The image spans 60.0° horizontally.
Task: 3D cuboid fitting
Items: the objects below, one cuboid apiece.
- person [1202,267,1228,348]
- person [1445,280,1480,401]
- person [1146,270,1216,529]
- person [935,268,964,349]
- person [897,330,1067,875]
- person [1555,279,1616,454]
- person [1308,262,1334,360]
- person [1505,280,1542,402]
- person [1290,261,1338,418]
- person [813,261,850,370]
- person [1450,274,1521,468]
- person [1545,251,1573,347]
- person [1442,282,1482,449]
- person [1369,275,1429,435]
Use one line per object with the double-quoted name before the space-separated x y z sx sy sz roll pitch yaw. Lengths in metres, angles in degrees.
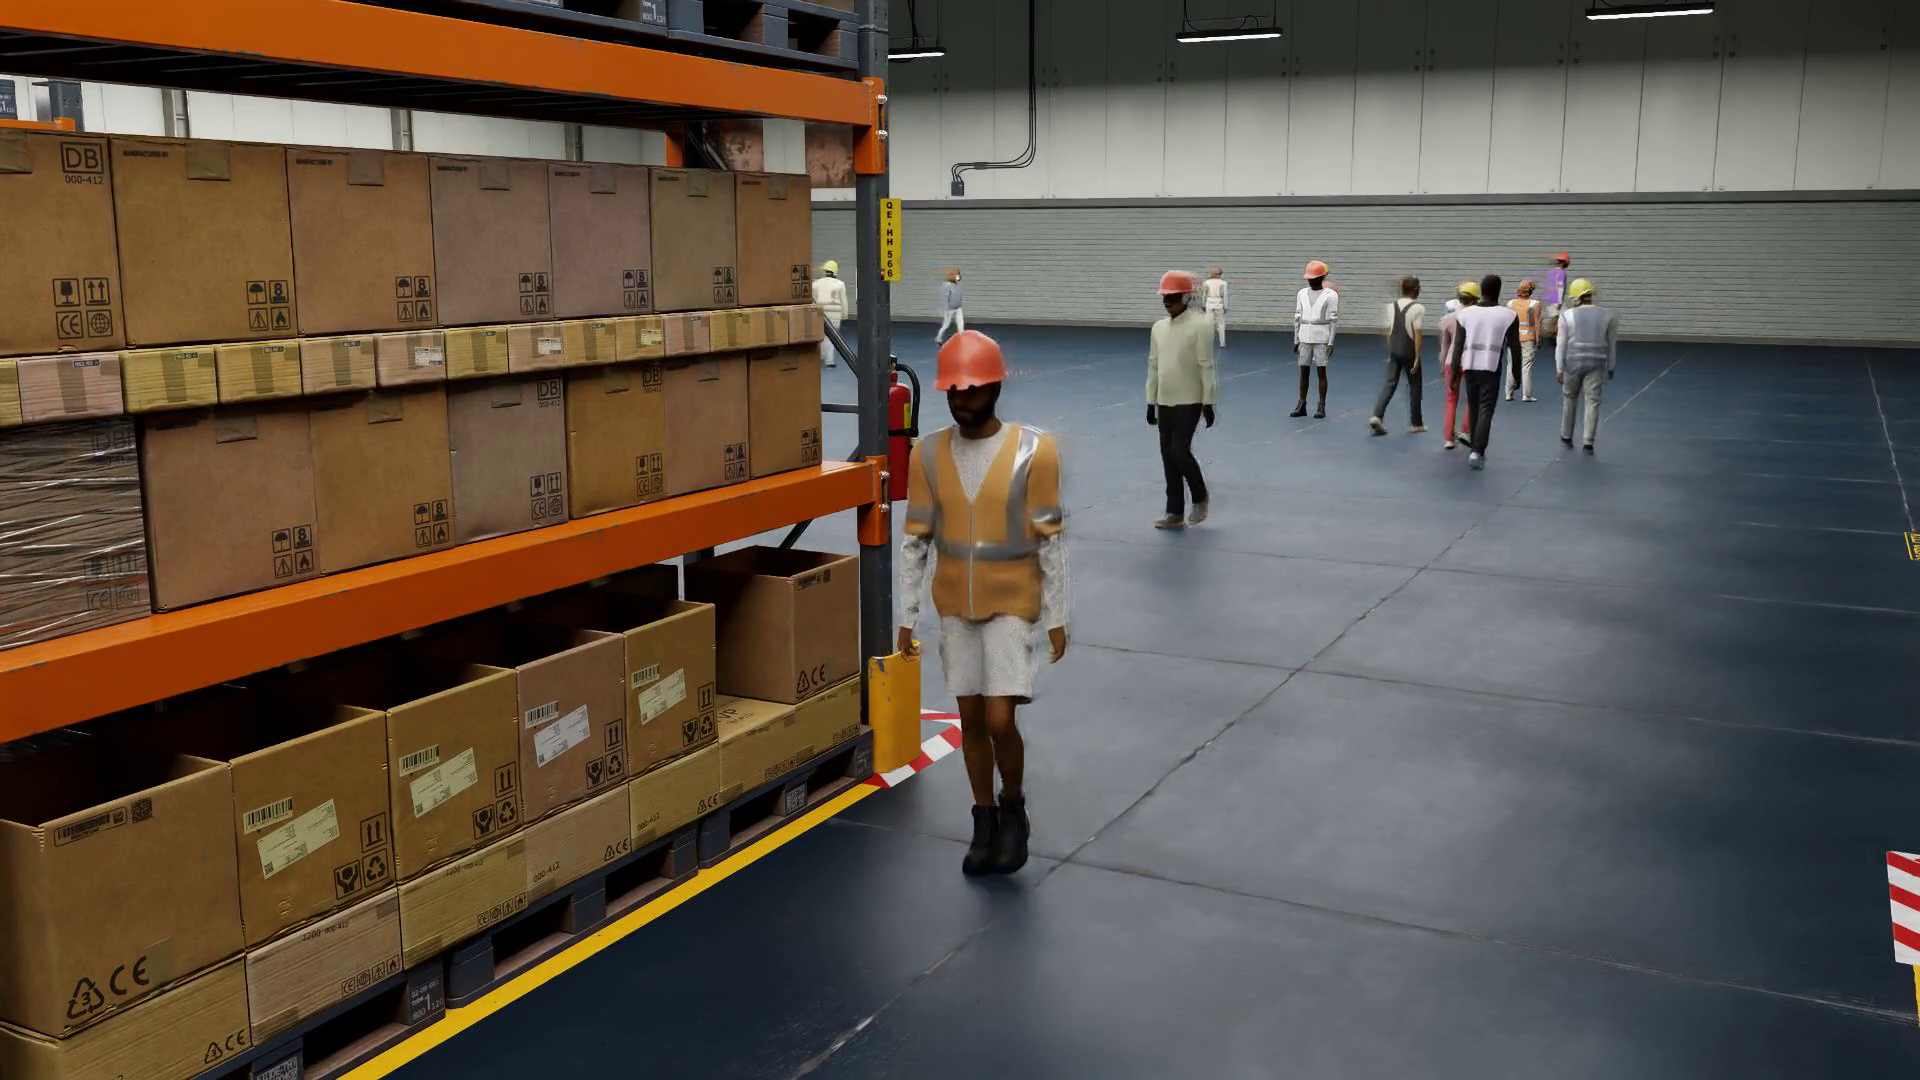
"person" 5.081 -4.600 32.985 0.538 1.616 0.669 4 11 21
"person" 6.793 -2.688 22.497 0.514 1.641 0.309 3 11 15
"person" 1.655 -1.062 12.692 0.426 1.980 0.655 -8 13 -37
"person" -0.165 -4.537 32.714 0.505 1.605 0.840 -9 14 -41
"person" 0.069 0.236 5.777 0.580 1.919 0.456 4 11 22
"person" 6.496 -1.811 17.322 0.612 1.771 0.939 2 11 13
"person" 6.490 -4.124 29.990 0.540 1.754 0.459 9 14 40
"person" 7.601 -2.684 22.475 0.525 1.639 0.307 10 14 44
"person" 4.352 -2.459 20.465 0.543 1.928 0.374 7 13 34
"person" -2.131 -3.773 27.948 0.591 1.807 0.691 5 12 26
"person" 5.106 -1.649 16.208 0.609 1.870 0.992 6 12 31
"person" 12.039 -4.819 33.377 0.421 1.915 0.538 -1 10 -6
"person" 5.296 -1.823 17.478 0.546 1.742 0.455 9 14 40
"person" 4.970 -2.082 18.749 0.914 1.813 0.526 -9 14 -40
